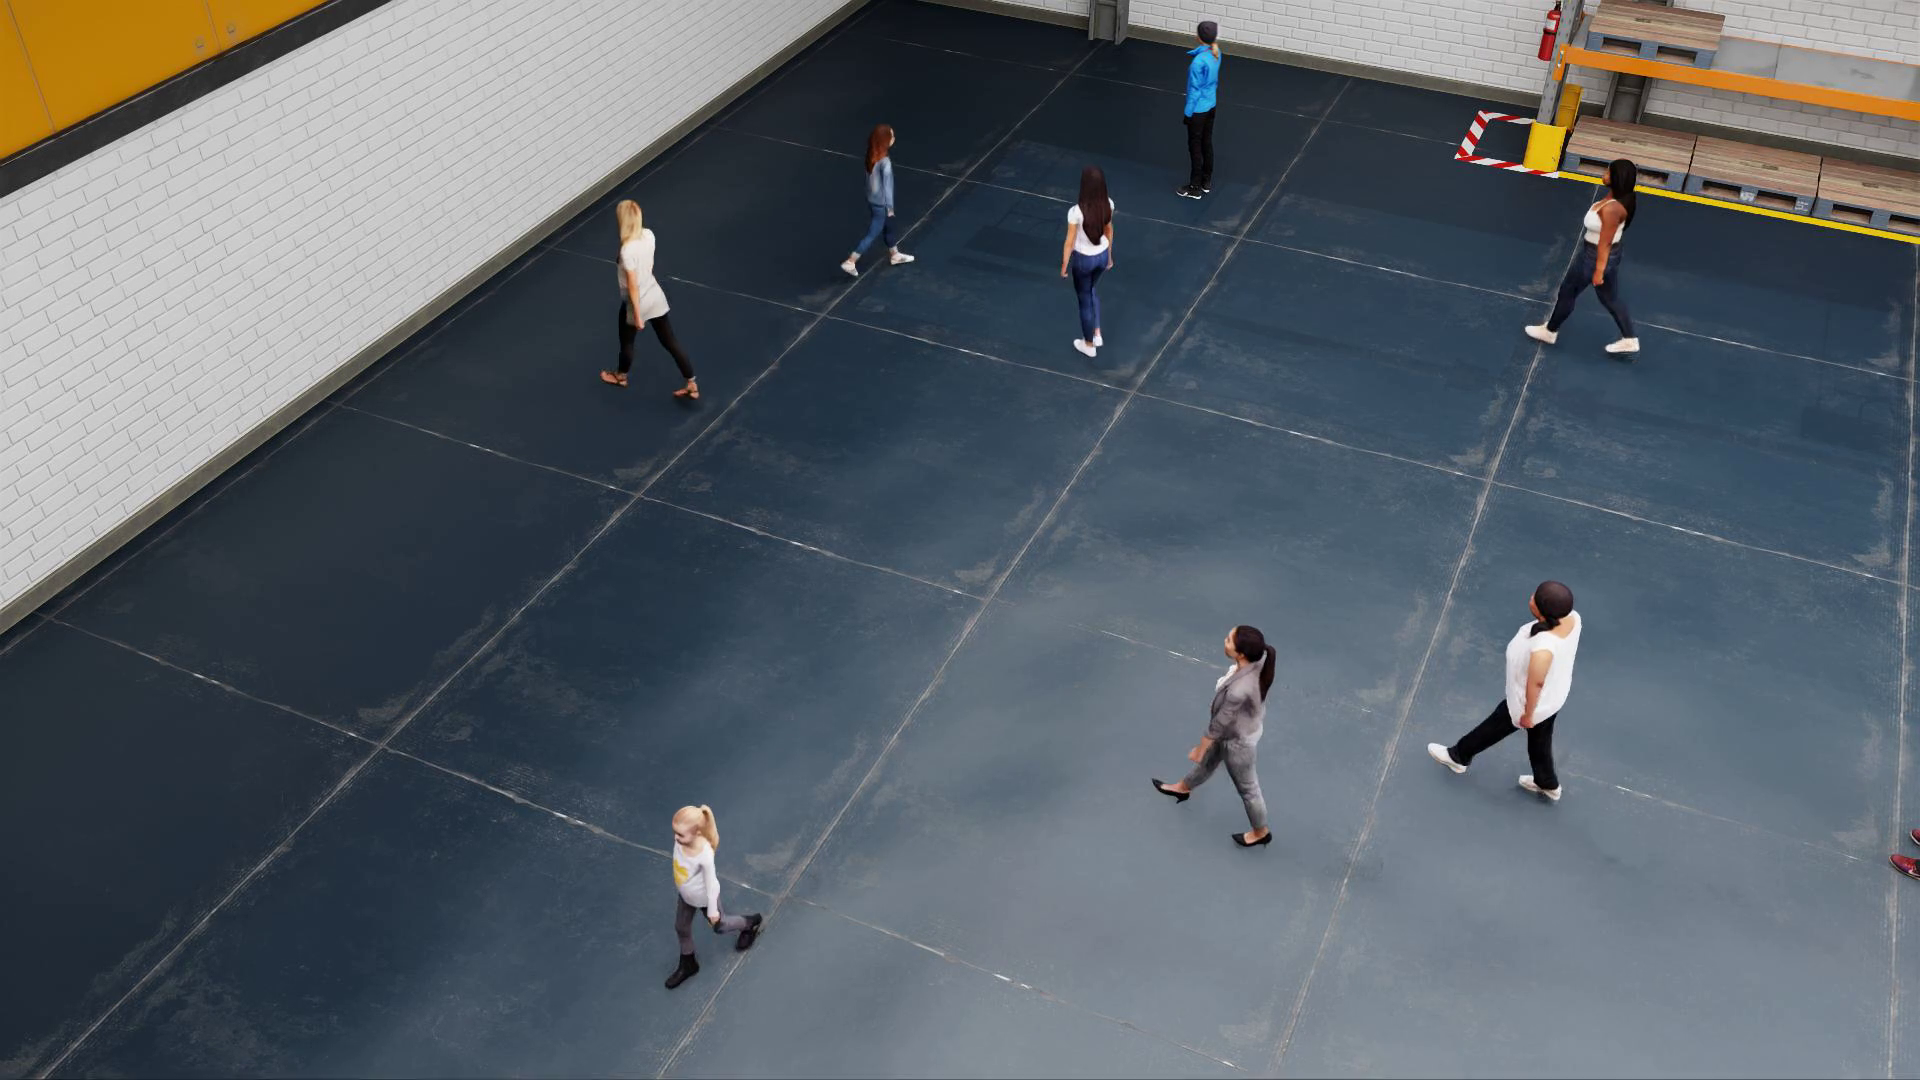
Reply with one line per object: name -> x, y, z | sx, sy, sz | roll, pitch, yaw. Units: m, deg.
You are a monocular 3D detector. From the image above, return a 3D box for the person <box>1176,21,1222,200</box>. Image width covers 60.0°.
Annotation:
person -> 2.386, -4.251, 16.438 | 0.613, 1.797, 0.671 | 28, 46, 30

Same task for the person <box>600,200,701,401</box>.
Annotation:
person -> -2.470, -1.889, 13.498 | 1.151, 1.775, 0.625 | 15, 41, 18

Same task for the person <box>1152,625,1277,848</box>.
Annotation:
person -> 1.705, 1.211, 9.728 | 1.049, 1.635, 0.663 | 18, 42, 21

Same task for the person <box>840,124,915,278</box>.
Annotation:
person -> -0.819, -3.087, 15.259 | 1.052, 1.449, 1.010 | -16, 41, -19

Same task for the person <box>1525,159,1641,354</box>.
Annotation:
person -> 5.520, -2.332, 14.060 | 1.244, 1.766, 0.818 | 25, 45, 28

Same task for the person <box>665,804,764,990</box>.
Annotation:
person -> -1.374, 1.912, 9.148 | 0.872, 1.264, 0.750 | 32, 48, 33

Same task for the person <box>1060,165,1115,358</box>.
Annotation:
person -> 1.147, -2.298, 14.017 | 0.719, 1.765, 0.748 | -23, 44, -26

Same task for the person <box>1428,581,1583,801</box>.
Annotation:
person -> 3.509, 0.948, 10.049 | 1.140, 1.646, 0.878 | 30, 47, 32
